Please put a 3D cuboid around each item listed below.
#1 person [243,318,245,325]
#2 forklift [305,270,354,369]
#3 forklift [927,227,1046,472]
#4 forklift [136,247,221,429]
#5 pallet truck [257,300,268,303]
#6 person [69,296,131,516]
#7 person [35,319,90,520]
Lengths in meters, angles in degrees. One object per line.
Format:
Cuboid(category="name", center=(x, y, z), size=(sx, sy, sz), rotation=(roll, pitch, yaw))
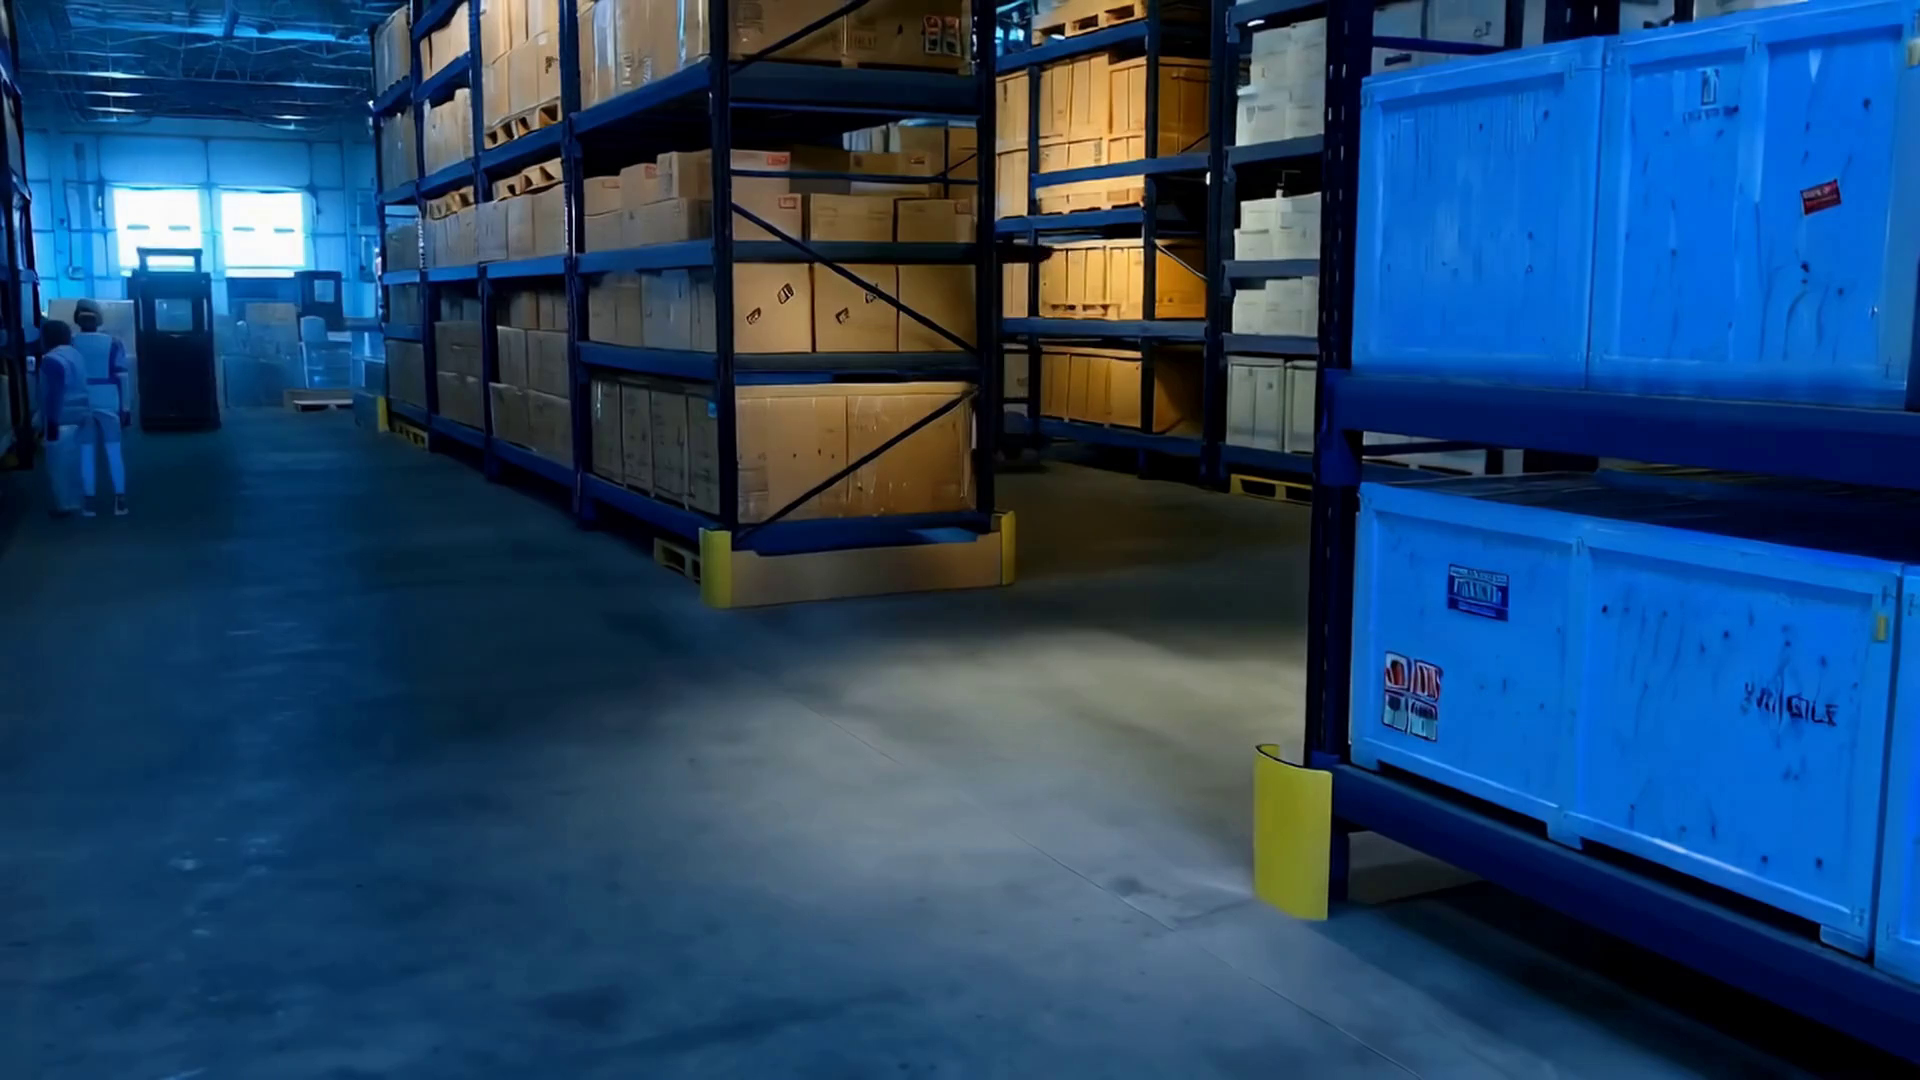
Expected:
Cuboid(category="person", center=(-16.531, -4.597, 39.092), size=(0.591, 1.919, 0.392), rotation=(-8, 12, -44))
Cuboid(category="forklift", center=(-17.965, -6.238, 47.102), size=(1.129, 2.768, 1.873), rotation=(-5, 10, -32))
Cuboid(category="forklift", center=(-0.094, -2.180, 19.122), size=(1.873, 2.768, 1.129), rotation=(-4, 9, -26))
Cuboid(category="forklift", center=(-12.311, -3.191, 26.095), size=(1.129, 2.768, 1.873), rotation=(-4, 9, -23))
Cuboid(category="pallet truck", center=(-23.913, -7.404, 58.171), size=(1.885, 1.965, 0.823), rotation=(-1, 8, -9))
Cuboid(category="person", center=(-8.106, -1.250, 15.575), size=(0.615, 2.041, 0.376), rotation=(-6, 10, -37))
Cuboid(category="person", center=(-8.244, -1.104, 15.289), size=(0.429, 1.843, 0.629), rotation=(-1, 8, -4))
